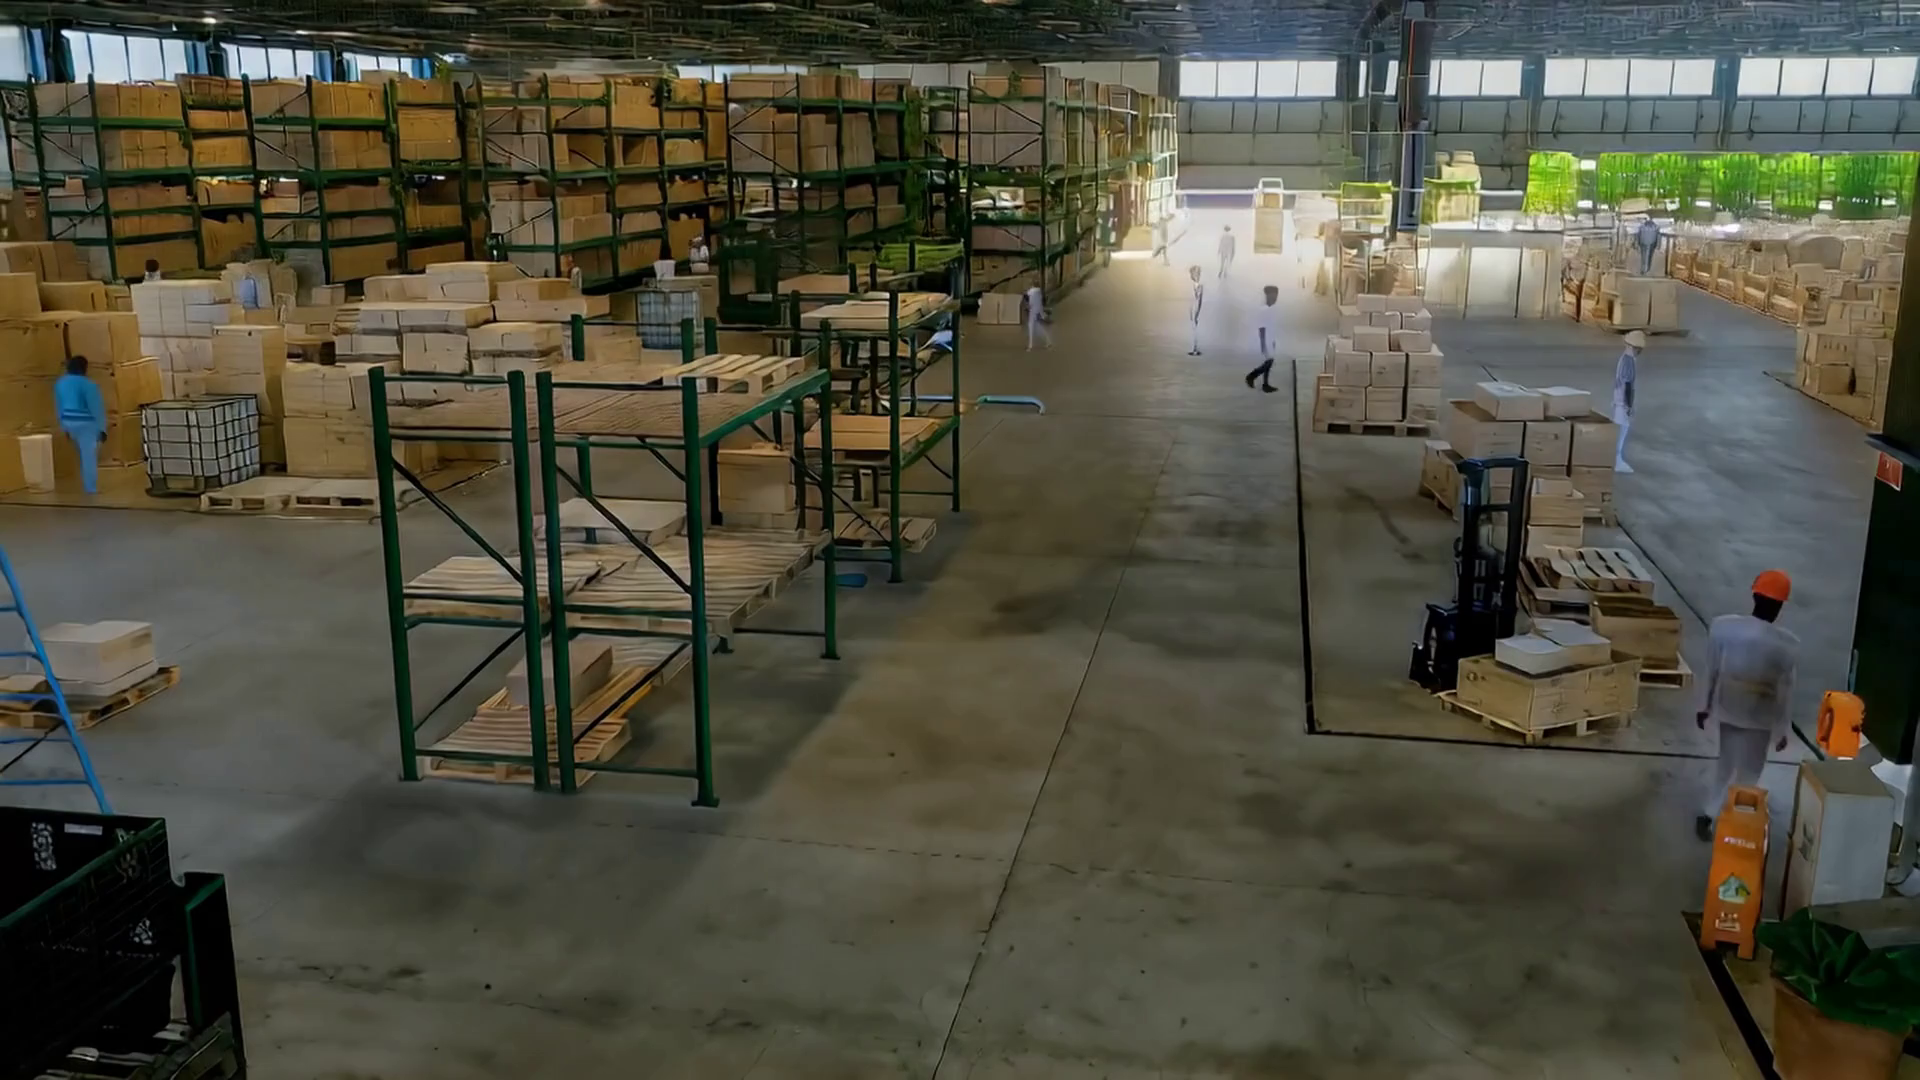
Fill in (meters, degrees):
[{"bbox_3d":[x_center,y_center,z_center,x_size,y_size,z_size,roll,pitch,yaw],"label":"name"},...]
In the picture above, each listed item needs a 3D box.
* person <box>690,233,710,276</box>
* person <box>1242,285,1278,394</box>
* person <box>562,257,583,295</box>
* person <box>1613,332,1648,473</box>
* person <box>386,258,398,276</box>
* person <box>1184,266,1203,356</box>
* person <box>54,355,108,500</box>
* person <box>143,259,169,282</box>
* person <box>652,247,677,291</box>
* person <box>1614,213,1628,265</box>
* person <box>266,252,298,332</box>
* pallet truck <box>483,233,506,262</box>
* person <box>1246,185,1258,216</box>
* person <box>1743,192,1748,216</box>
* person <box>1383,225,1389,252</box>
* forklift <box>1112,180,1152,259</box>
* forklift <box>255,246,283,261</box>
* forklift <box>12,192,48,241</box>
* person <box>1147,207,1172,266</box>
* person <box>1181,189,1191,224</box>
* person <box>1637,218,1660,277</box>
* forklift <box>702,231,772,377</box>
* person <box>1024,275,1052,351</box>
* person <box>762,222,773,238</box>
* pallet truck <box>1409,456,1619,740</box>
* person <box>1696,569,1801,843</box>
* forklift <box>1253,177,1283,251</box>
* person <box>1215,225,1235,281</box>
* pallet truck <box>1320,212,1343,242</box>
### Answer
[{"bbox_3d":[-6.995,-7.256,44.611,0.551,1.932,0.378,3,14,11],"label":"person"},{"bbox_3d":[5.393,-3.555,29.564,0.514,1.952,0.619,5,15,18],"label":"person"},{"bbox_3d":[-9.368,-6.026,40.247,0.525,1.631,0.313,0,14,-1],"label":"person"},{"bbox_3d":[9.178,-1.901,22.868,0.376,1.934,0.548,3,14,14],"label":"person"},{"bbox_3d":[-13.305,-5.828,39.348,0.632,1.679,0.538,-8,16,-29],"label":"person"},{"bbox_3d":[4.896,-4.778,34.685,0.310,1.868,0.533,-1,14,-4],"label":"person"},{"bbox_3d":[-11.200,-1.454,21.319,0.668,1.805,0.702,3,14,12],"label":"person"},{"bbox_3d":[-17.953,-5.321,37.005,0.643,1.814,0.717,6,15,22],"label":"person"},{"bbox_3d":[-7.010,-6.010,39.597,0.589,1.915,0.393,-2,14,-7],"label":"person"},{"bbox_3d":[23.104,-10.519,58.105,0.403,1.820,0.600,9,16,32],"label":"person"},{"bbox_3d":[-15.268,-5.517,37.541,0.632,1.940,0.372,-3,14,-11],"label":"person"},{"bbox_3d":[-11.832,-7.026,43.548,1.885,1.965,0.823,8,16,28],"label":"pallet truck"},{"bbox_3d":[16.066,-18.509,90.774,0.821,1.710,0.573,10,17,35],"label":"person"},{"bbox_3d":[37.697,-15.865,79.769,0.586,1.836,0.404,-6,15,-23],"label":"person"},{"bbox_3d":[14.415,-9.879,55.903,0.287,1.626,0.497,-10,17,-36],"label":"person"},{"bbox_3d":[6.082,-11.722,60.796,1.873,2.768,1.129,2,14,9],"label":"forklift"},{"bbox_3d":[-20.626,-9.331,51.086,1.873,2.768,1.129,-3,14,-11],"label":"forklift"},{"bbox_3d":[-27.442,-8.908,49.369,1.129,2.768,1.873,3,14,10],"label":"forklift"},{"bbox_3d":[6.943,-10.514,57.670,0.820,2.018,0.617,3,14,12],"label":"person"},{"bbox_3d":[11.402,-16.850,83.959,0.535,1.747,0.622,4,14,14],"label":"person"},{"bbox_3d":[22.054,-9.381,53.356,0.647,1.882,0.781,4,14,16],"label":"person"},{"bbox_3d":[-3.971,-4.258,30.493,1.129,2.768,1.873,3,14,10],"label":"forklift"},{"bbox_3d":[1.662,-4.842,35.456,0.631,1.615,0.523,-5,15,-18],"label":"person"},{"bbox_3d":[-7.255,-11.656,63.116,0.494,1.624,0.280,-1,14,-5],"label":"person"},{"bbox_3d":[4.504,0.400,13.395,0.823,1.965,1.885,-6,15,-23],"label":"pallet truck"},{"bbox_3d":[5.051,1.112,10.693,0.466,1.902,0.609,-11,17,-37],"label":"person"},{"bbox_3d":[12.083,-12.747,64.956,1.129,2.768,1.873,3,14,10],"label":"forklift"},{"bbox_3d":[8.303,-8.966,51.938,0.554,1.733,0.805,-5,15,-20],"label":"person"},{"bbox_3d":[15.874,-13.227,70.310,0.680,1.201,1.601,10,17,35],"label":"pallet truck"}]
